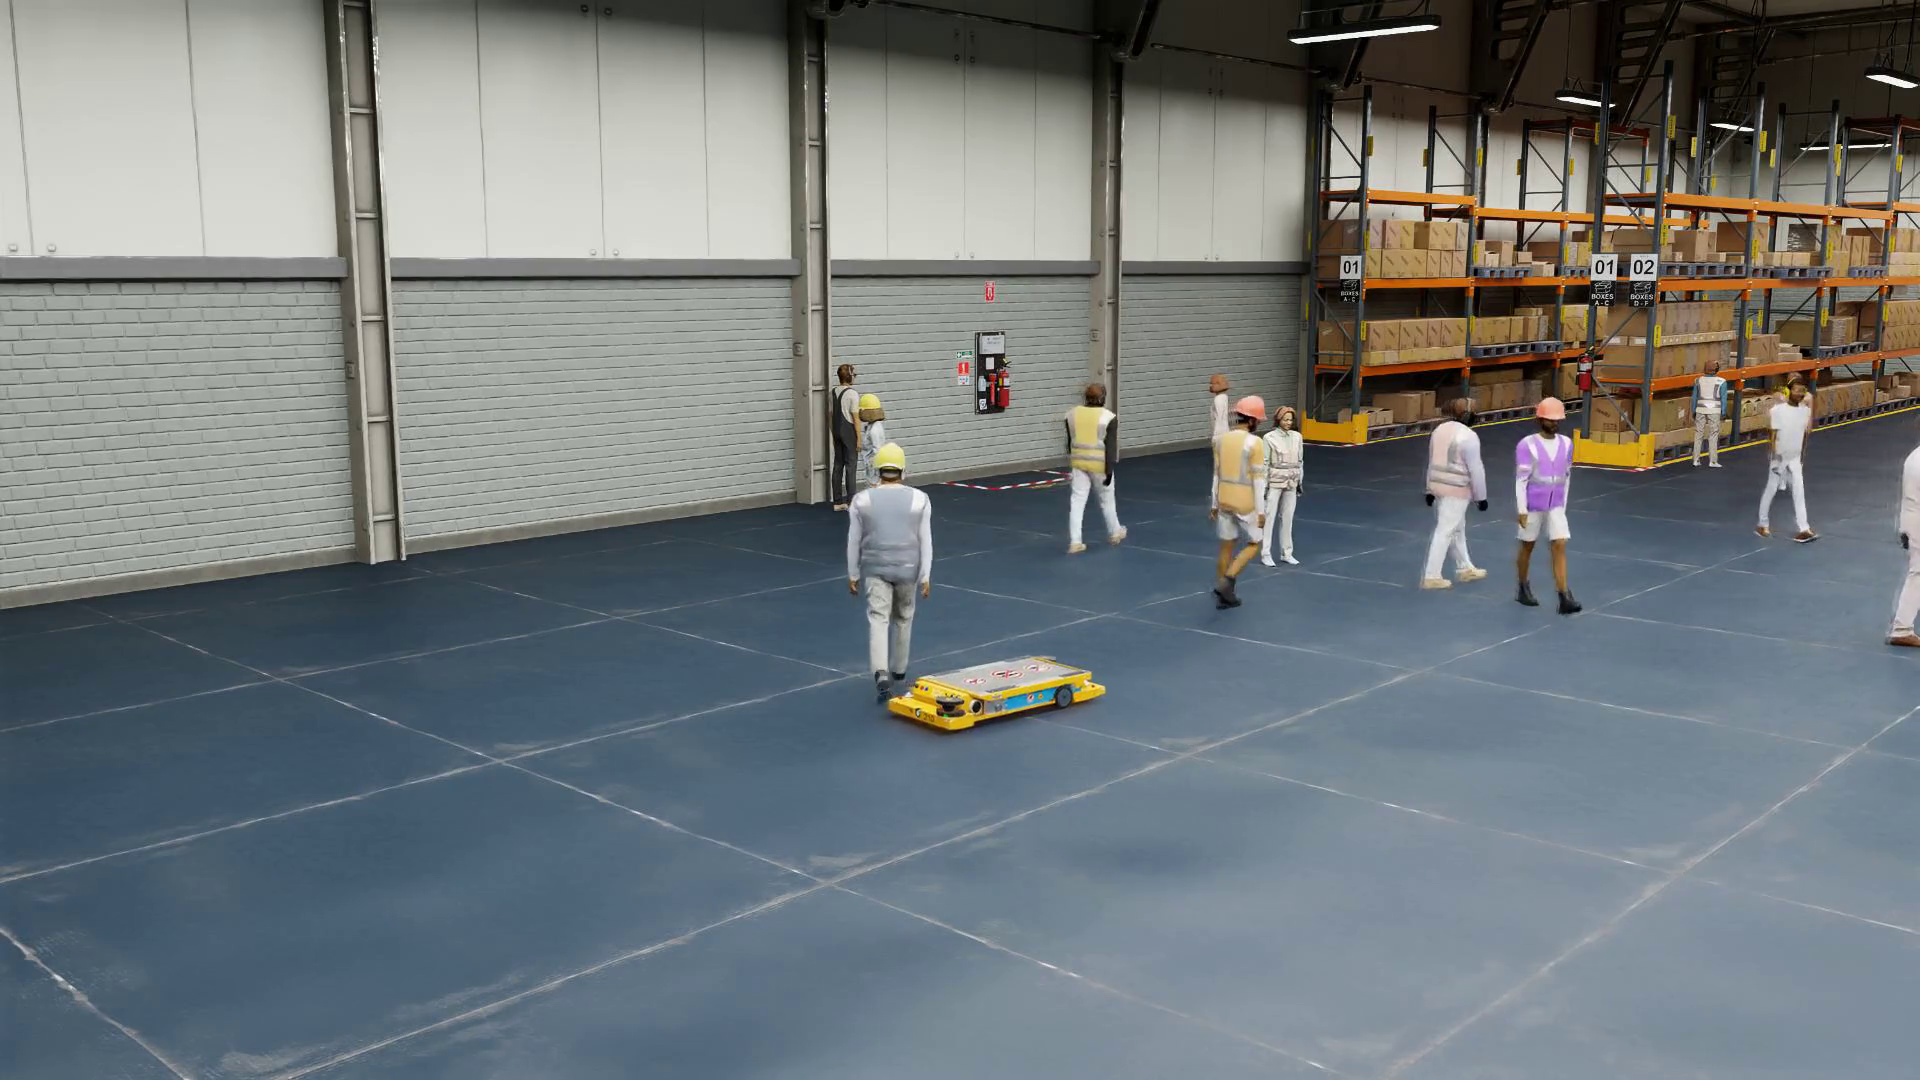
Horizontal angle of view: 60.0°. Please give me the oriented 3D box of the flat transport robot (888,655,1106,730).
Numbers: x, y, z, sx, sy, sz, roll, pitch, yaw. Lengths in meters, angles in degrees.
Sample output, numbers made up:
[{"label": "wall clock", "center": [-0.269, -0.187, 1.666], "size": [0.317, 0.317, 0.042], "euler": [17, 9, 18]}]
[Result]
[{"label": "flat transport robot", "center": [0.268, 1.030, 11.457], "size": [1.431, 0.197, 0.652], "euler": [-8, 12, -39]}]

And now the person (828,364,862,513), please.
[{"label": "person", "center": [-1.405, -1.257, 20.614], "size": [0.506, 1.846, 0.346], "euler": [8, 12, 41]}]

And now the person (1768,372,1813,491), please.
[{"label": "person", "center": [11.235, -1.463, 22.528], "size": [0.525, 1.625, 0.365], "euler": [3, 10, 20]}]

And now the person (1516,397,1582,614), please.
[{"label": "person", "center": [5.168, -0.296, 14.601], "size": [0.564, 1.887, 0.974], "euler": [-1, 9, -8]}]

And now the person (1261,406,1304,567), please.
[{"label": "person", "center": [3.265, -0.545, 16.923], "size": [0.513, 1.633, 0.311], "euler": [-5, 10, -27]}]

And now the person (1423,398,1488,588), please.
[{"label": "person", "center": [4.775, -0.437, 15.741], "size": [0.875, 1.806, 0.637], "euler": [-2, 10, -15]}]

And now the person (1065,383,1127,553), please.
[{"label": "person", "center": [1.455, -0.791, 17.922], "size": [0.629, 1.789, 0.965], "euler": [5, 11, 28]}]

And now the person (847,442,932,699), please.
[{"label": "person", "center": [-0.497, 0.212, 11.797], "size": [0.599, 1.806, 0.842], "euler": [-1, 9, -4]}]

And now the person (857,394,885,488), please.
[{"label": "person", "center": [-0.901, -0.634, 17.132], "size": [0.312, 1.741, 0.487], "euler": [-1, 9, -3]}]

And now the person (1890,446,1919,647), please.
[{"label": "person", "center": [7.821, -0.061, 13.200], "size": [0.729, 1.880, 0.646], "euler": [3, 10, 15]}]

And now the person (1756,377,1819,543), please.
[{"label": "person", "center": [9.167, -0.878, 18.380], "size": [0.538, 1.824, 0.981], "euler": [-1, 9, -5]}]

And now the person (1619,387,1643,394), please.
[{"label": "person", "center": [11.997, -2.709, 29.700], "size": [0.319, 1.769, 0.523], "euler": [-7, 12, -37]}]

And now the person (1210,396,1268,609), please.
[{"label": "person", "center": [2.461, -0.318, 14.683], "size": [0.472, 1.912, 0.645], "euler": [-7, 12, -37]}]

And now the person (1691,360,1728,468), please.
[{"label": "person", "center": [11.363, -1.913, 25.236], "size": [0.308, 1.639, 0.523], "euler": [-8, 13, -42]}]

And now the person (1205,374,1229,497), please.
[{"label": "person", "center": [3.416, -1.378, 21.987], "size": [0.270, 1.631, 0.506], "euler": [3, 10, 18]}]
